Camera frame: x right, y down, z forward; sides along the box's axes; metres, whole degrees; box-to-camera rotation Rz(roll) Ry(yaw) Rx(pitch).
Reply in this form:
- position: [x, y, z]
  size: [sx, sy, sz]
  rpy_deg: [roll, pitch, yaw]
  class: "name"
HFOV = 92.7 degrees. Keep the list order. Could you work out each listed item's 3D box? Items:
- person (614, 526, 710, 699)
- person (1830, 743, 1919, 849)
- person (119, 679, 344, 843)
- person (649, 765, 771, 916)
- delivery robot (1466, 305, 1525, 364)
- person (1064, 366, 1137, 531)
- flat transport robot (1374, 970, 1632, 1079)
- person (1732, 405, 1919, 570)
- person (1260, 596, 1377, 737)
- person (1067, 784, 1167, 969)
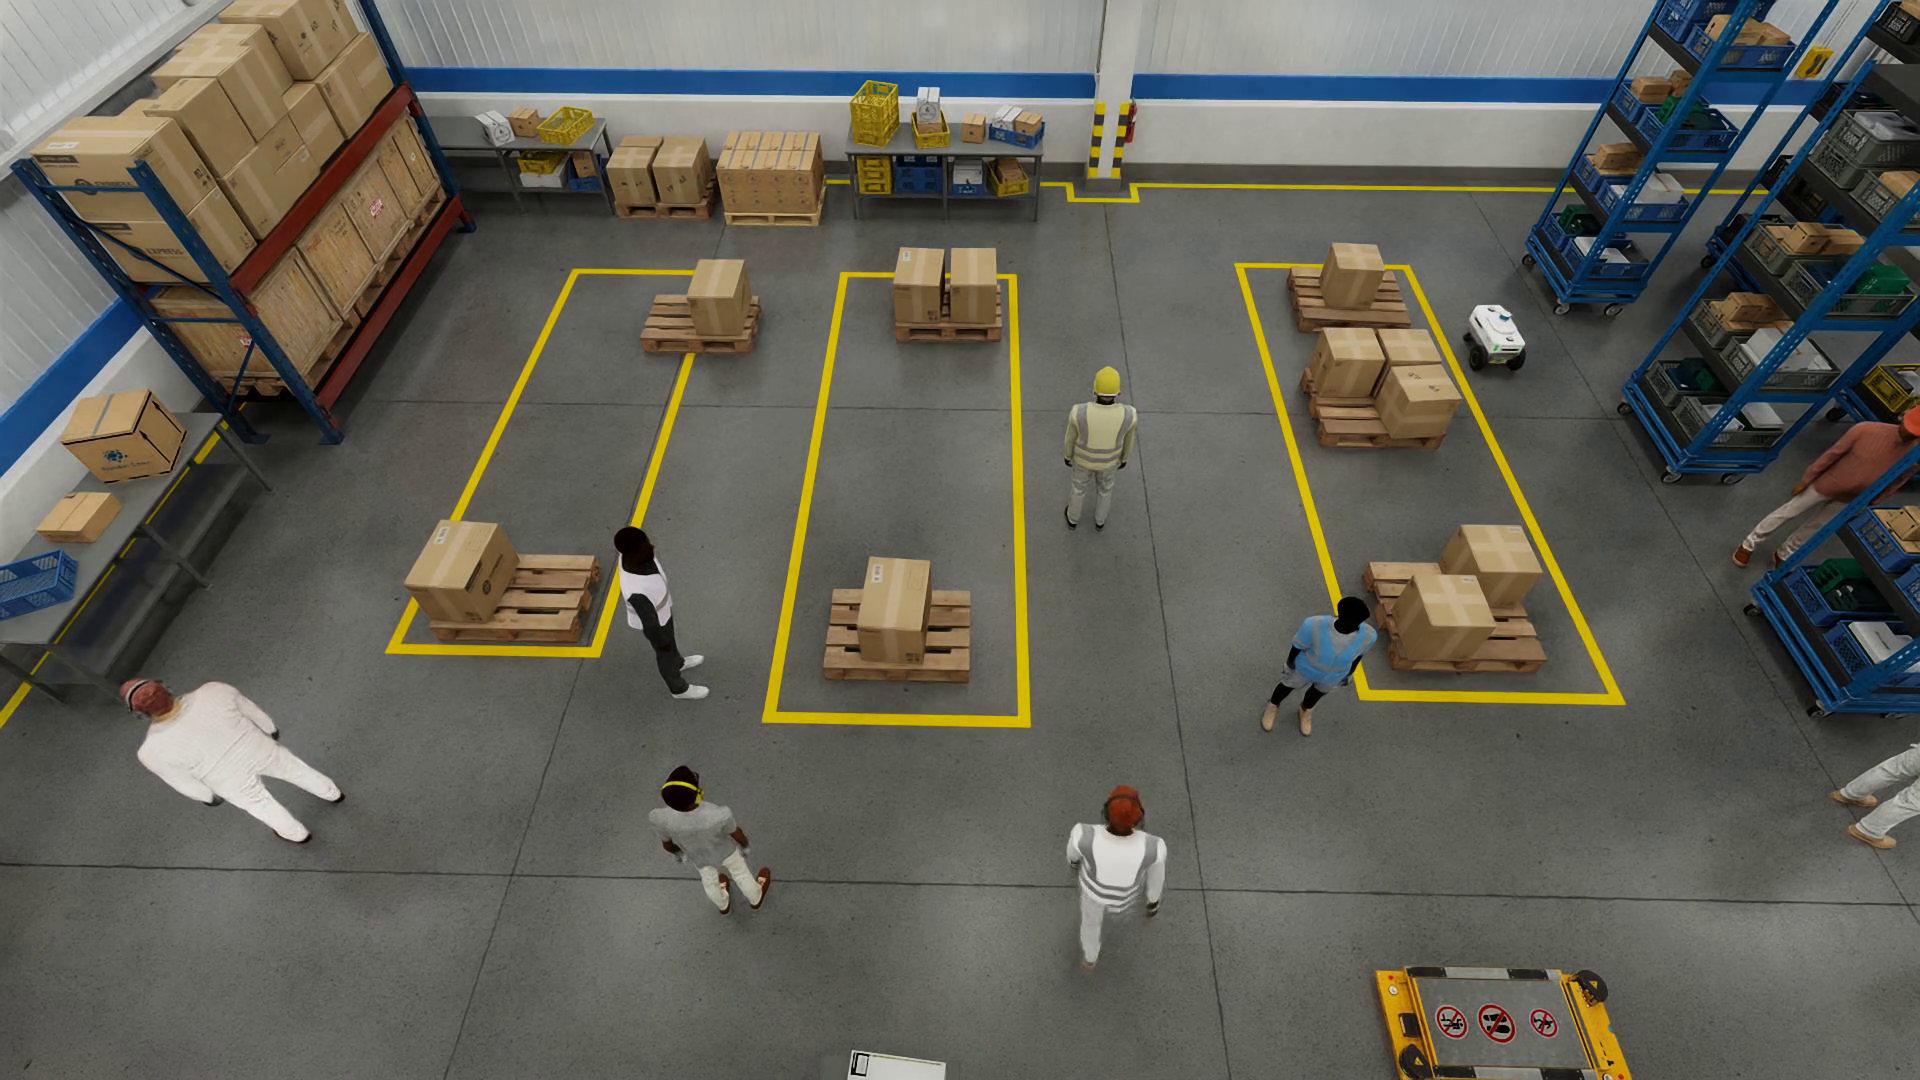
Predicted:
- position: [-2.314, 0.554, 6.962]
  size: [0.395, 1.919, 0.590]
  rpy_deg: [-12, 52, -10]
  class: "person"
- position: [6.778, 1.516, 6.226]
  size: [0.429, 1.844, 0.625]
  rpy_deg: [10, 52, 8]
  class: "person"
- position: [-4.936, 1.482, 6.220]
  size: [0.399, 1.900, 0.650]
  rpy_deg: [17, 53, 14]
  class: "person"
- position: [-1.596, 1.950, 5.854]
  size: [0.521, 1.873, 0.336]
  rpy_deg: [-3, 51, -2]
  class: "person"
- position: [5.910, -2.299, 10.102]
  size: [0.477, 0.478, 0.707]
  rpy_deg: [-1, 51, -1]
  class: "delivery robot"
- position: [1.209, -0.770, 8.104]
  size: [0.595, 1.824, 0.404]
  rpy_deg: [1, 51, 1]
  class: "person"
- position: [3.501, 3.133, 5.914]
  size: [1.431, 0.197, 0.652]
  rpy_deg: [1, 51, 1]
  class: "flat transport robot"
- position: [7.414, -0.415, 7.707]
  size: [0.608, 1.988, 0.392]
  rpy_deg: [22, 54, 17]
  class: "person"
- position: [2.661, 0.944, 6.784]
  size: [0.540, 1.695, 0.317]
  rpy_deg: [8, 51, 6]
  class: "person"
- position: [0.968, 2.025, 5.821]
  size: [0.625, 1.821, 0.957]
  rpy_deg: [6, 51, 5]
  class: "person"
